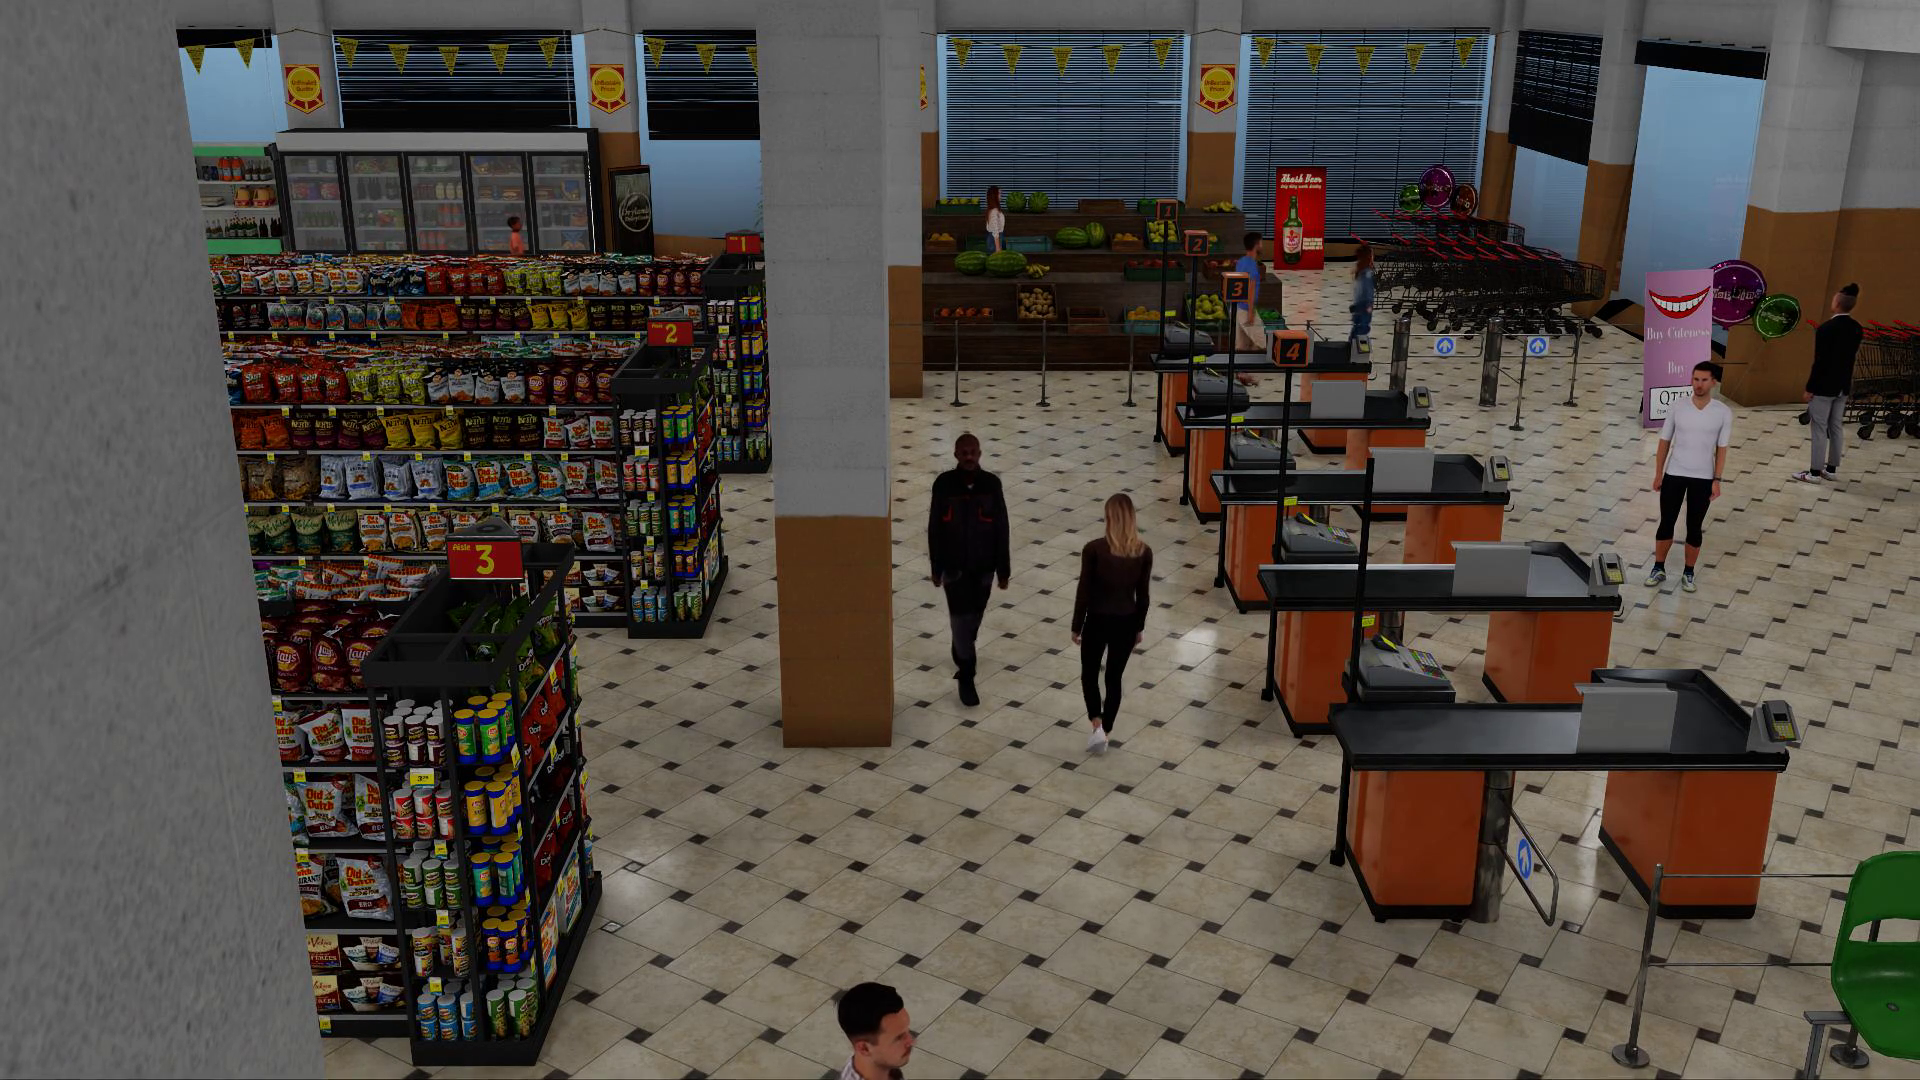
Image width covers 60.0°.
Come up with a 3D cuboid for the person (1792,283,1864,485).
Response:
[{"bbox_3d":[8.439,-1.521,16.103,0.685,1.950,0.851,-8,20,-22],"label":"person"}]

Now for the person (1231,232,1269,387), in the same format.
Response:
[{"bbox_3d":[3.334,-2.731,19.851,0.730,1.848,0.709,-4,19,-11],"label":"person"}]

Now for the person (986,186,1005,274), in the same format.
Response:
[{"bbox_3d":[0.518,-4.523,25.352,0.526,1.728,0.585,-1,19,-4],"label":"person"}]

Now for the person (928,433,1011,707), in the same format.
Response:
[{"bbox_3d":[0.047,0.127,11.436,1.178,1.809,0.910,-3,19,-10],"label":"person"}]

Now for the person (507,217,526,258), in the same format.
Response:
[{"bbox_3d":[-6.767,-4.219,25.151,0.873,1.281,0.500,0,19,1],"label":"person"}]

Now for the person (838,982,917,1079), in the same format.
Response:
[{"bbox_3d":[-0.289,2.198,5.288,0.588,1.814,0.694,2,19,7],"label":"person"}]

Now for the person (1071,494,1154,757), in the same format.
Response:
[{"bbox_3d":[0.951,0.582,10.292,0.711,1.678,0.755,-3,19,-9],"label":"person"}]

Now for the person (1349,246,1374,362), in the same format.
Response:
[{"bbox_3d":[5.119,-3.016,21.301,0.631,1.462,0.695,-3,19,-7],"label":"person"}]

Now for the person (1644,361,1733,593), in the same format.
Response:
[{"bbox_3d":[5.831,-0.524,13.301,0.673,1.852,0.808,9,21,25],"label":"person"}]
